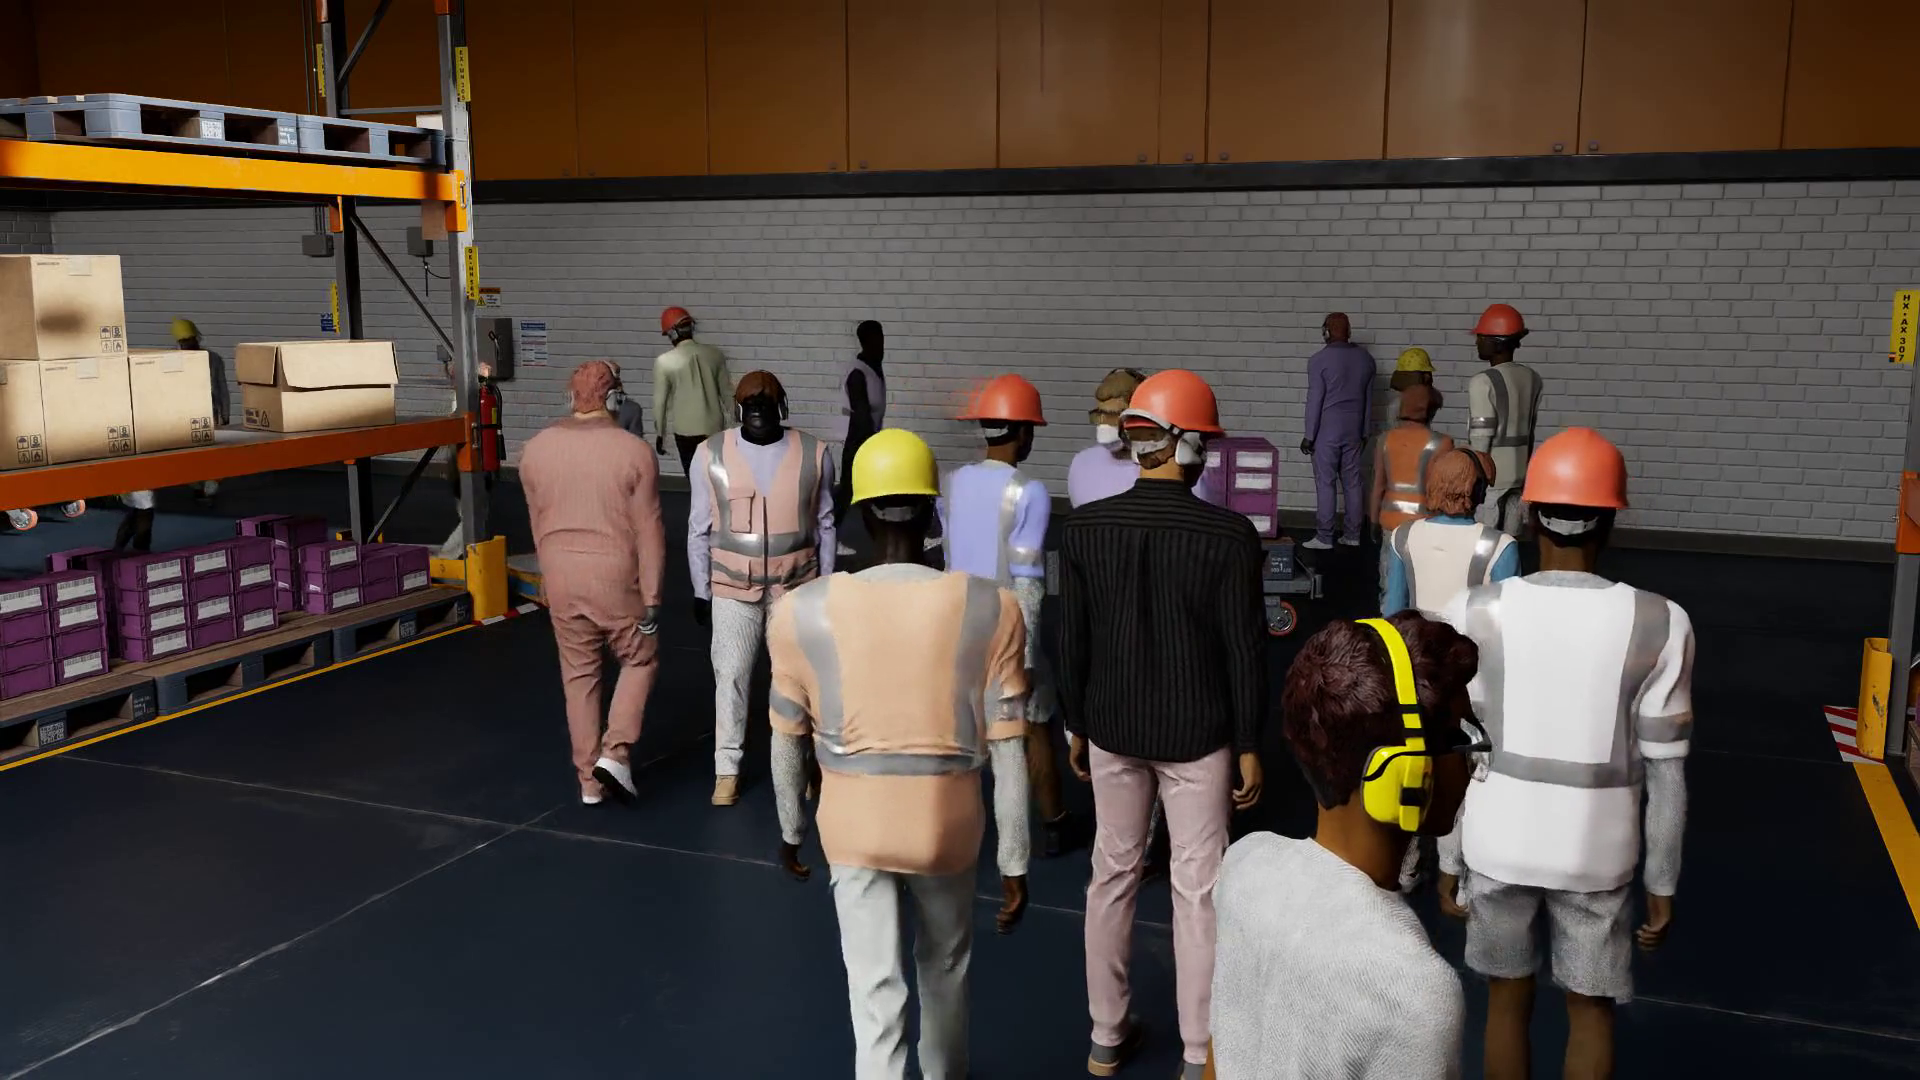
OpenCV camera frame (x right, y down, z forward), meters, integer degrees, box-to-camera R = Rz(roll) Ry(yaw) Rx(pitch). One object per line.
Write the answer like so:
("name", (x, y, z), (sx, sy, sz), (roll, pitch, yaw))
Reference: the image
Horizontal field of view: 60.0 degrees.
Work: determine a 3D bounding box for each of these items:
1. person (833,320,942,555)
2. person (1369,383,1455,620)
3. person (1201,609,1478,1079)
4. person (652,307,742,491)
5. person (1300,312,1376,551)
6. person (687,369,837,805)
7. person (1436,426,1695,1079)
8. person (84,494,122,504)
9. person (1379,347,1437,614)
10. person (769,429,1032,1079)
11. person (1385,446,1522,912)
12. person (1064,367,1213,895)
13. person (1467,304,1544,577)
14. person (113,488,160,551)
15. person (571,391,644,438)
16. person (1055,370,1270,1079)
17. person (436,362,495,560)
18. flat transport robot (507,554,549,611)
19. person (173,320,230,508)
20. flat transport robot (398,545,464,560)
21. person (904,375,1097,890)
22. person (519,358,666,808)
("person", (-0.671, -0.754, 12.835), (1.036, 1.834, 0.604), (2, 10, 13))
("person", (2.513, -0.079, 9.417), (0.680, 1.615, 0.529), (-7, 12, -38))
("person", (0.469, 1.005, 2.072), (0.327, 1.871, 0.514), (-3, 10, -17))
("person", (-2.127, -0.874, 13.236), (0.692, 1.937, 0.815), (-6, 11, -34))
("person", (2.991, -0.862, 13.298), (0.650, 1.898, 0.401), (-5, 10, -26))
("person", (-0.825, 0.204, 7.009), (0.629, 1.842, 0.429), (-2, 9, -9))
("person", (1.335, 0.707, 3.749), (0.545, 1.919, 0.638), (3, 10, 19))
("person", (-8.221, -1.281, 15.883), (0.572, 1.883, 0.358), (-9, 13, -43))
("person", (2.926, -0.378, 10.833), (0.294, 1.744, 0.487), (5, 11, 30))
("person", (-0.148, 0.671, 4.030), (0.604, 1.880, 0.944), (0, 9, -3))
("person", (1.734, 0.491, 5.877), (0.513, 1.641, 0.309), (9, 13, 43))
("person", (0.626, 0.333, 5.979), (0.471, 1.918, 0.654), (-9, 13, -42))
("person", (3.144, -0.361, 9.817), (0.615, 2.043, 0.373), (-8, 12, -40))
("person", (-5.825, -0.505, 11.787), (0.545, 1.689, 0.365), (5, 10, 26))
("person", (-2.456, -0.435, 11.633), (0.500, 1.586, 0.576), (-3, 10, -18))
("person", (0.564, 0.530, 4.591), (0.608, 1.988, 0.392), (5, 11, 30))
("person", (-3.444, -0.436, 11.552), (0.425, 1.617, 0.539), (0, 9, 3))
("flat transport robot", (-2.722, 0.265, 11.387), (0.652, 0.197, 1.431), (-7, 12, -36))
("person", (-7.235, -1.195, 15.757), (0.586, 1.772, 1.002), (-4, 10, -23))
("flat transport robot", (-4.136, 0.172, 11.947), (1.431, 0.197, 0.652), (2, 10, 13))
("person", (0.116, 0.335, 6.134), (0.544, 1.879, 1.011), (8, 13, 41))
("person", (-1.504, 0.188, 6.962), (0.647, 1.888, 0.423), (2, 10, 12))
